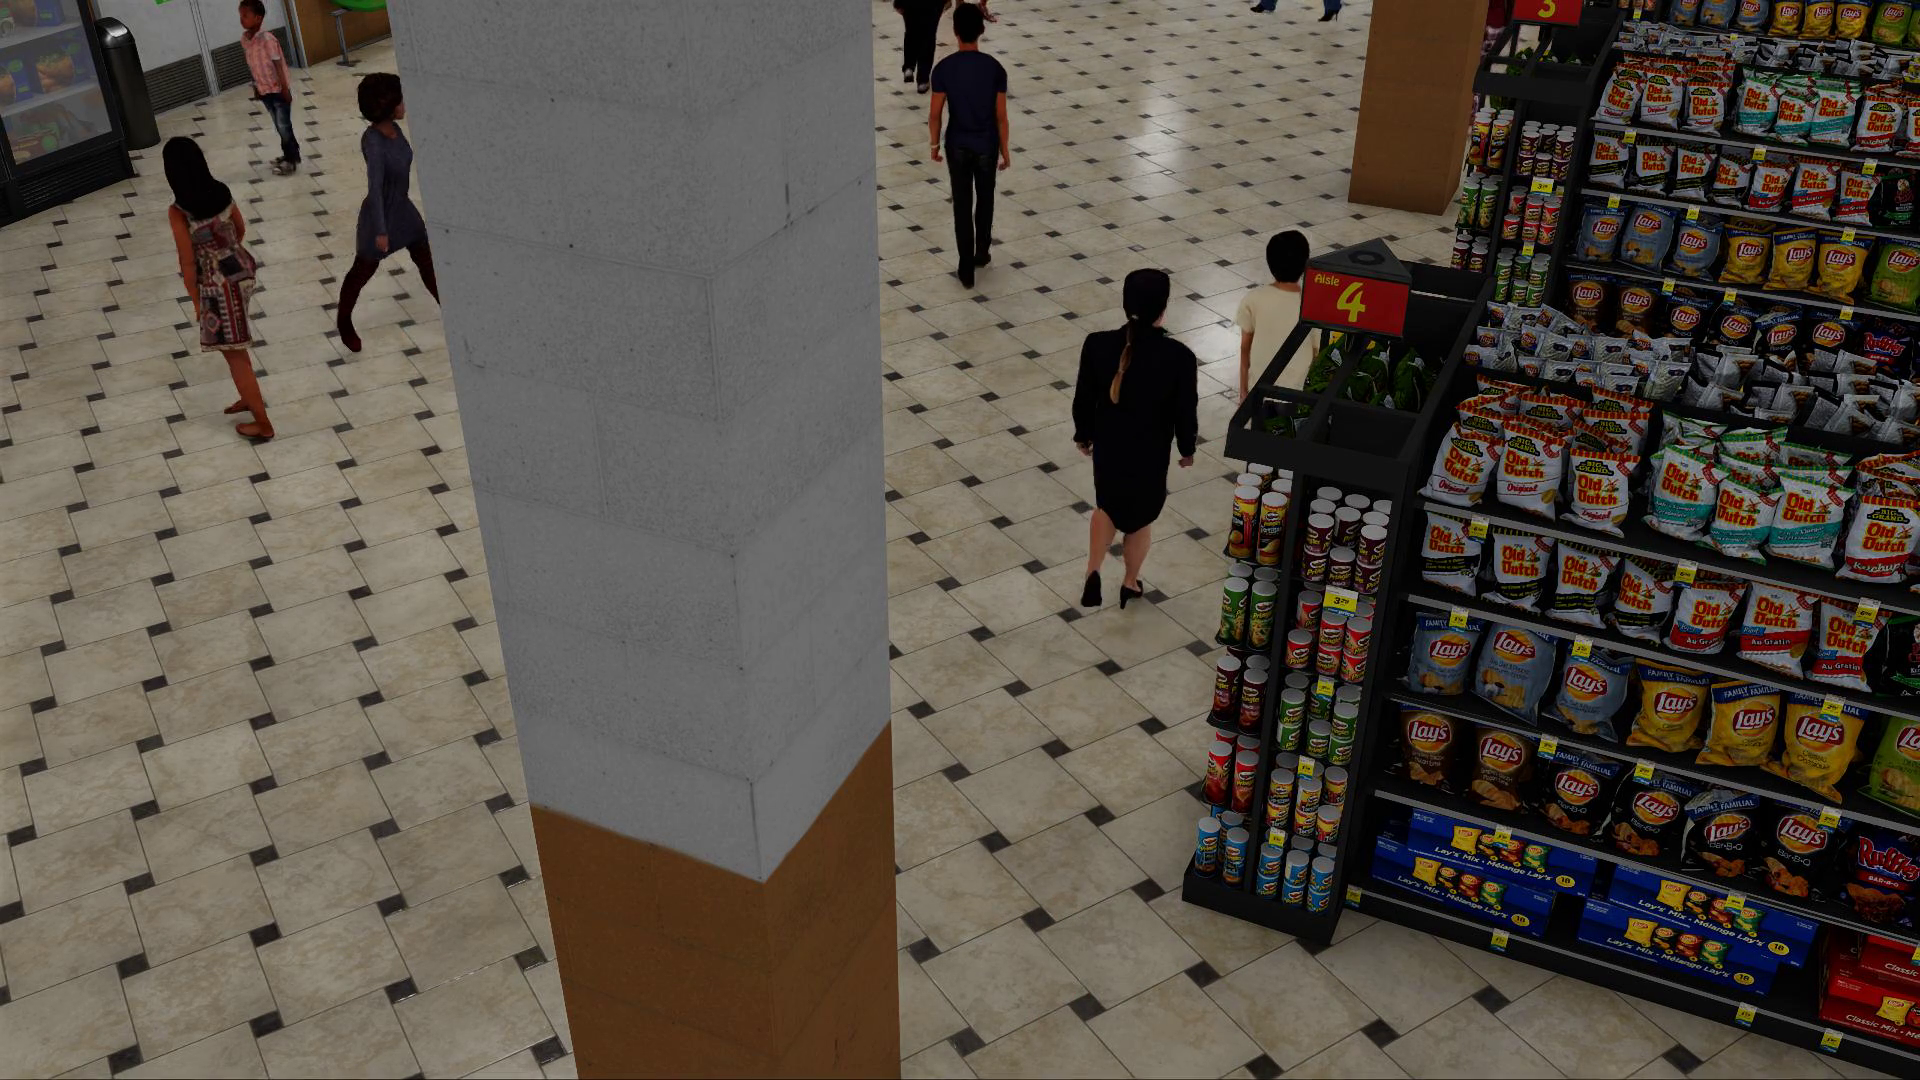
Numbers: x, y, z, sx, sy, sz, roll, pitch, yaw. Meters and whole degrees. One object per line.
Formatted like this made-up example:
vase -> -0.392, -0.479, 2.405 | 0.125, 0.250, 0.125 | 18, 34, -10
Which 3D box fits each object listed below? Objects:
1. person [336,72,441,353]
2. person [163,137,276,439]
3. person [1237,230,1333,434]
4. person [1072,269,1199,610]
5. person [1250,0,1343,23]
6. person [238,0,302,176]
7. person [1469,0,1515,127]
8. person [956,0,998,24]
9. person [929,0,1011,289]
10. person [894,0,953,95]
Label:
person -> -3.416, -1.854, 9.706 | 1.213, 1.657, 0.880 | 6, 32, 9
person -> -3.893, -1.346, 8.932 | 0.766, 1.612, 0.692 | 6, 32, 9
person -> 1.506, -0.672, 7.892 | 0.884, 1.566, 0.651 | 14, 35, 21
person -> 0.735, -0.353, 7.289 | 0.677, 1.662, 0.773 | 12, 34, 19
person -> 3.411, -5.837, 16.030 | 1.251, 1.738, 0.863 | 24, 39, 33
person -> -5.189, -3.460, 12.622 | 0.567, 1.302, 0.600 | 20, 37, 29
person -> 4.217, -4.137, 13.376 | 1.144, 1.656, 0.951 | 4, 32, 6
person -> 0.084, -5.879, 16.155 | 0.781, 1.678, 0.855 | -26, 40, -35
person -> 0.074, -2.452, 10.557 | 0.802, 1.773, 0.880 | -2, 32, -3
person -> -0.342, -4.603, 14.173 | 0.637, 1.605, 0.763 | 6, 32, 10
